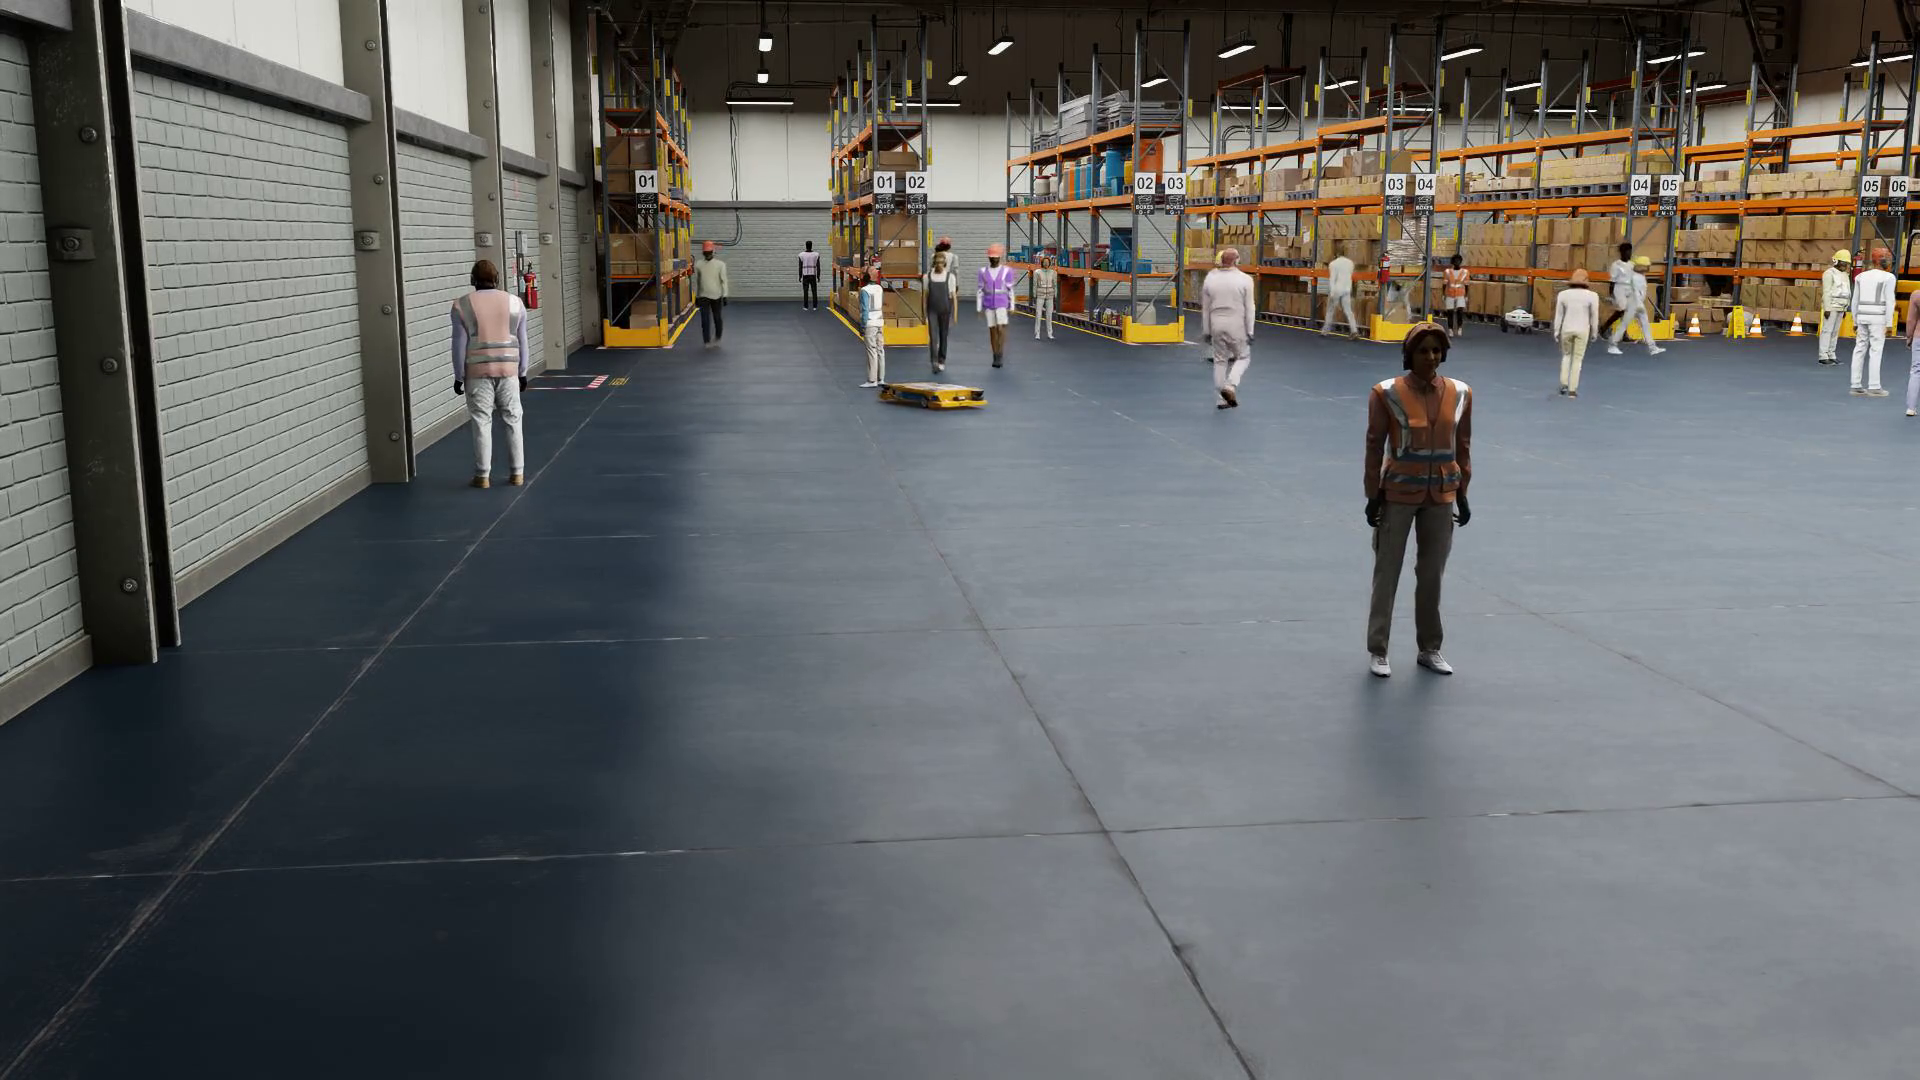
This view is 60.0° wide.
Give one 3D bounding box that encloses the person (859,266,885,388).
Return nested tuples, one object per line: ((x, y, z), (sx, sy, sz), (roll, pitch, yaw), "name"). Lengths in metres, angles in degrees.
((-1.191, -2.871, 22.429), (0.314, 1.641, 0.515), (5, 11, 26), "person")

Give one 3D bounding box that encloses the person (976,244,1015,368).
((0.521, -3.602, 25.700), (0.582, 1.902, 0.871), (2, 11, 12), "person")

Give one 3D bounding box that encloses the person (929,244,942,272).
((-0.498, -6.205, 40.121), (0.521, 1.856, 0.389), (-2, 11, -12), "person")

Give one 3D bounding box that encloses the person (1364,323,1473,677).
((2.115, -0.183, 7.700), (0.522, 1.639, 0.306), (-2, 10, -8), "person")

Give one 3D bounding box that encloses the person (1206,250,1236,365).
((4.234, -3.662, 26.309), (0.821, 1.801, 0.621), (8, 13, 37), "person")

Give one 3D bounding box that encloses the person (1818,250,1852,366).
((13.847, -3.666, 26.295), (0.588, 1.822, 0.403), (-8, 13, -37), "person")

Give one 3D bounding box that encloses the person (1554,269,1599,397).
((7.829, -2.624, 21.117), (0.521, 1.616, 0.474), (6, 12, 31), "person")

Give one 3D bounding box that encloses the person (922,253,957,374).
((-0.303, -3.390, 24.877), (0.524, 1.790, 1.026), (0, 10, 0), "person")

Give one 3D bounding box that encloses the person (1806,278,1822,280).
((19.773, -5.927, 38.255), (0.606, 1.986, 0.400), (1, 10, 5), "person")

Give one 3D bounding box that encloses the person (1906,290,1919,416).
((10.943, -2.257, 18.720), (0.319, 1.767, 0.534), (-10, 14, -42), "person")

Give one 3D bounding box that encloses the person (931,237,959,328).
((-0.355, -5.773, 37.317), (0.653, 2.006, 0.877), (-1, 10, -6), "person")

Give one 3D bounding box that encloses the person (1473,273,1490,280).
((15.325, -7.865, 48.723), (0.631, 2.028, 0.520), (-1, 10, -6), "person")

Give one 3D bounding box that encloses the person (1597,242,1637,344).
((12.653, -4.747, 31.941), (0.615, 1.933, 0.935), (-8, 13, -36), "person")

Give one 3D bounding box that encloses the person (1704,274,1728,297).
((19.598, -6.867, 43.241), (0.695, 2.000, 0.831), (-3, 11, -18), "person")

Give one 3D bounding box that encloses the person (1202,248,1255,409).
((3.171, -2.478, 19.568), (0.671, 1.893, 0.417), (6, 12, 31), "person")

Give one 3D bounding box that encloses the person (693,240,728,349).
((-4.560, -4.501, 30.487), (0.622, 1.968, 0.895), (0, 10, -1), "person")

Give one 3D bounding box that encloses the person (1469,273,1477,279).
((15.393, -8.015, 49.949), (0.441, 1.892, 0.647), (-2, 11, -11), "person")

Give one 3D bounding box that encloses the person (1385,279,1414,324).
((10.187, -5.895, 38.666), (1.000, 1.770, 0.609), (-7, 13, -36), "person")

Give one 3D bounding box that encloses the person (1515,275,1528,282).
((15.283, -7.106, 45.173), (0.526, 1.816, 0.965), (0, 10, 1), "person")

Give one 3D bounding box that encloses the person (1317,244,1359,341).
((7.489, -4.851, 32.644), (0.617, 1.887, 1.053), (-5, 11, -24), "person")

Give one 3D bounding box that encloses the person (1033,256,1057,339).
((1.687, -4.812, 33.076), (0.513, 1.641, 0.307), (-3, 11, -14), "person")

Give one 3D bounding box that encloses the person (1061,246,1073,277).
((2.988, -7.564, 47.815), (0.530, 1.767, 0.328), (-2, 11, -11), "person")

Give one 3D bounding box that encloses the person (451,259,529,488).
((-3.812, -1.342, 13.497), (0.621, 1.845, 0.429), (-6, 12, -30), "person")

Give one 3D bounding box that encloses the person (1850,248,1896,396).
((11.666, -2.778, 21.258), (0.358, 1.881, 0.574), (-4, 11, -21), "person")

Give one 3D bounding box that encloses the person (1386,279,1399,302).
((10.576, -6.231, 40.425), (0.588, 1.807, 0.850), (7, 12, 33), "person")

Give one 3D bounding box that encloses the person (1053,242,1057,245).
((2.801, -7.773, 48.592), (0.690, 1.897, 0.842), (-8, 13, -37), "person")

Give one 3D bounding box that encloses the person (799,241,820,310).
((-4.170, -7.322, 46.071), (0.599, 1.917, 0.377), (-2, 11, -11), "person")

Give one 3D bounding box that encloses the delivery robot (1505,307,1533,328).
((11.769, -4.672, 35.027), (0.477, 0.478, 0.707), (-1, 10, -5), "delivery robot")

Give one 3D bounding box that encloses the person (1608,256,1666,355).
((11.716, -4.046, 28.737), (0.946, 1.692, 0.489), (9, 14, 41), "person")

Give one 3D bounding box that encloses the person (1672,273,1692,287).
((18.718, -6.808, 43.211), (0.627, 1.934, 0.372), (-2, 10, -10), "person")

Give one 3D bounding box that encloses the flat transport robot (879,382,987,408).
((-0.339, -1.763, 20.109), (0.652, 0.197, 1.431), (-7, 13, -33), "flat transport robot")

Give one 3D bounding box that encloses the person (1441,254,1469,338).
((9.955, -4.899, 33.467), (0.542, 1.673, 0.712), (3, 11, 16), "person")
